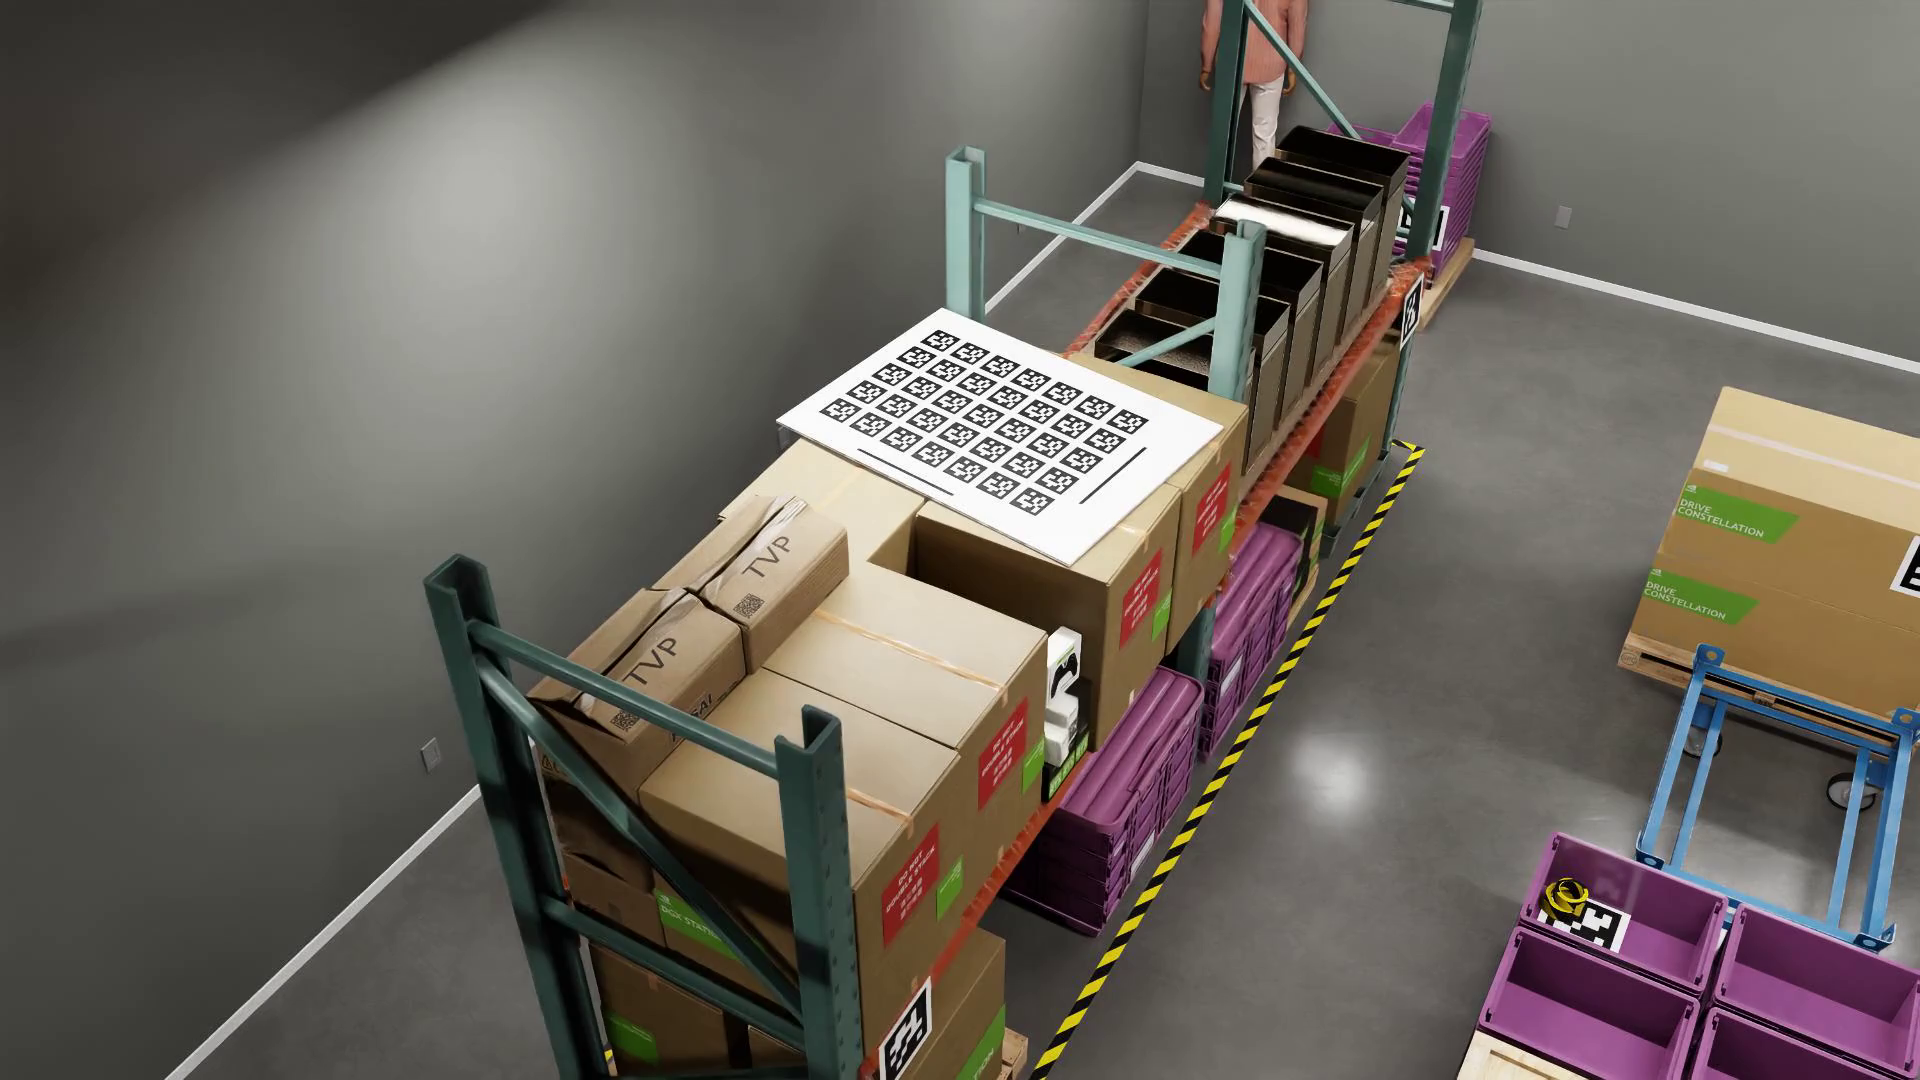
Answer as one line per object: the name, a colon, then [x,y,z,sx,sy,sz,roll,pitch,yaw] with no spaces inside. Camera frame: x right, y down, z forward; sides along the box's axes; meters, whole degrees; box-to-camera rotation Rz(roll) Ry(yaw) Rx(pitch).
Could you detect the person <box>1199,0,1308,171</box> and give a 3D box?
person: [1.731,-2.836,9.932,0.608,1.996,0.380,4,40,5]
